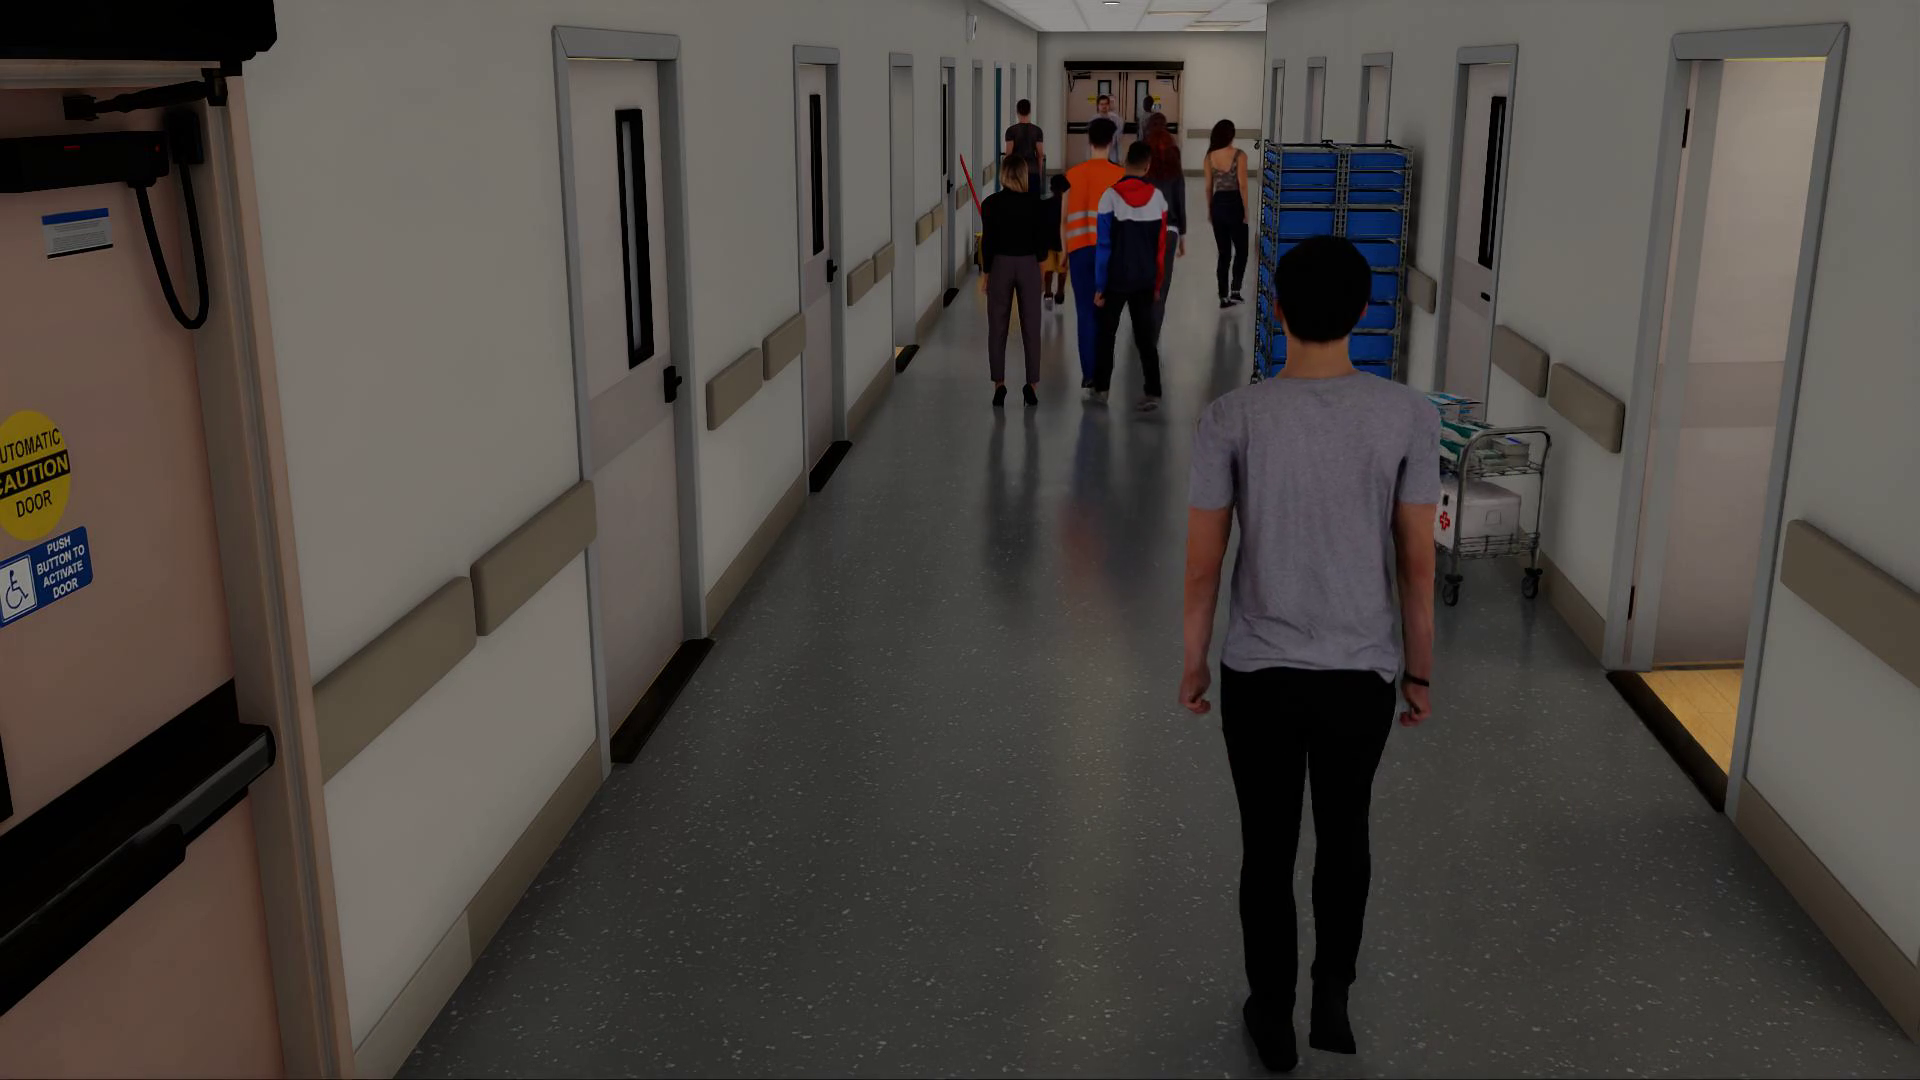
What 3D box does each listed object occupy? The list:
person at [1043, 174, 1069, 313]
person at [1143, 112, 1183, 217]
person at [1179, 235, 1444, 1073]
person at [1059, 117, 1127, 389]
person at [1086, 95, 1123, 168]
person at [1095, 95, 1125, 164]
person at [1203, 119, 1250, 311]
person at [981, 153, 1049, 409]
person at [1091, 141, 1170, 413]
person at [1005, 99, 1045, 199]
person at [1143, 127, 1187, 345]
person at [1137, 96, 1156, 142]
[{"bbox_3d":[0.879,-2.767,15.541,0.537,1.252,0.878,2,16,7],"label":"person"},{"bbox_3d":[1.810,-3.119,15.746,0.698,1.817,0.737,2,16,7],"label":"person"},{"bbox_3d":[0.740,0.314,3.500,0.677,1.855,0.699,1,16,5],"label":"person"},{"bbox_3d":[0.935,-1.934,11.514,0.736,1.834,1.213,0,16,-1],"label":"person"},{"bbox_3d":[2.124,-5.596,24.512,0.767,1.830,1.022,-1,16,-3],"label":"person"},{"bbox_3d":[2.250,-5.879,25.554,0.706,1.809,1.173,0,16,1],"label":"person"},{"bbox_3d":[2.440,-3.007,15.498,0.795,1.737,0.816,12,20,36],"label":"person"},{"bbox_3d":[0.359,-1.717,11.045,0.605,1.671,0.536,0,16,2],"label":"person"},{"bbox_3d":[1.137,-1.651,10.731,0.917,1.714,1.220,-4,16,-15],"label":"person"},{"bbox_3d":[0.793,-4.508,20.599,0.704,1.858,0.653,-3,16,-12],"label":"person"},{"bbox_3d":[1.484,-2.185,12.607,0.602,1.725,1.120,2,16,5],"label":"person"},{"bbox_3d":[3.270,-6.853,29.074,0.758,1.772,0.657,12,20,37],"label":"person"}]
